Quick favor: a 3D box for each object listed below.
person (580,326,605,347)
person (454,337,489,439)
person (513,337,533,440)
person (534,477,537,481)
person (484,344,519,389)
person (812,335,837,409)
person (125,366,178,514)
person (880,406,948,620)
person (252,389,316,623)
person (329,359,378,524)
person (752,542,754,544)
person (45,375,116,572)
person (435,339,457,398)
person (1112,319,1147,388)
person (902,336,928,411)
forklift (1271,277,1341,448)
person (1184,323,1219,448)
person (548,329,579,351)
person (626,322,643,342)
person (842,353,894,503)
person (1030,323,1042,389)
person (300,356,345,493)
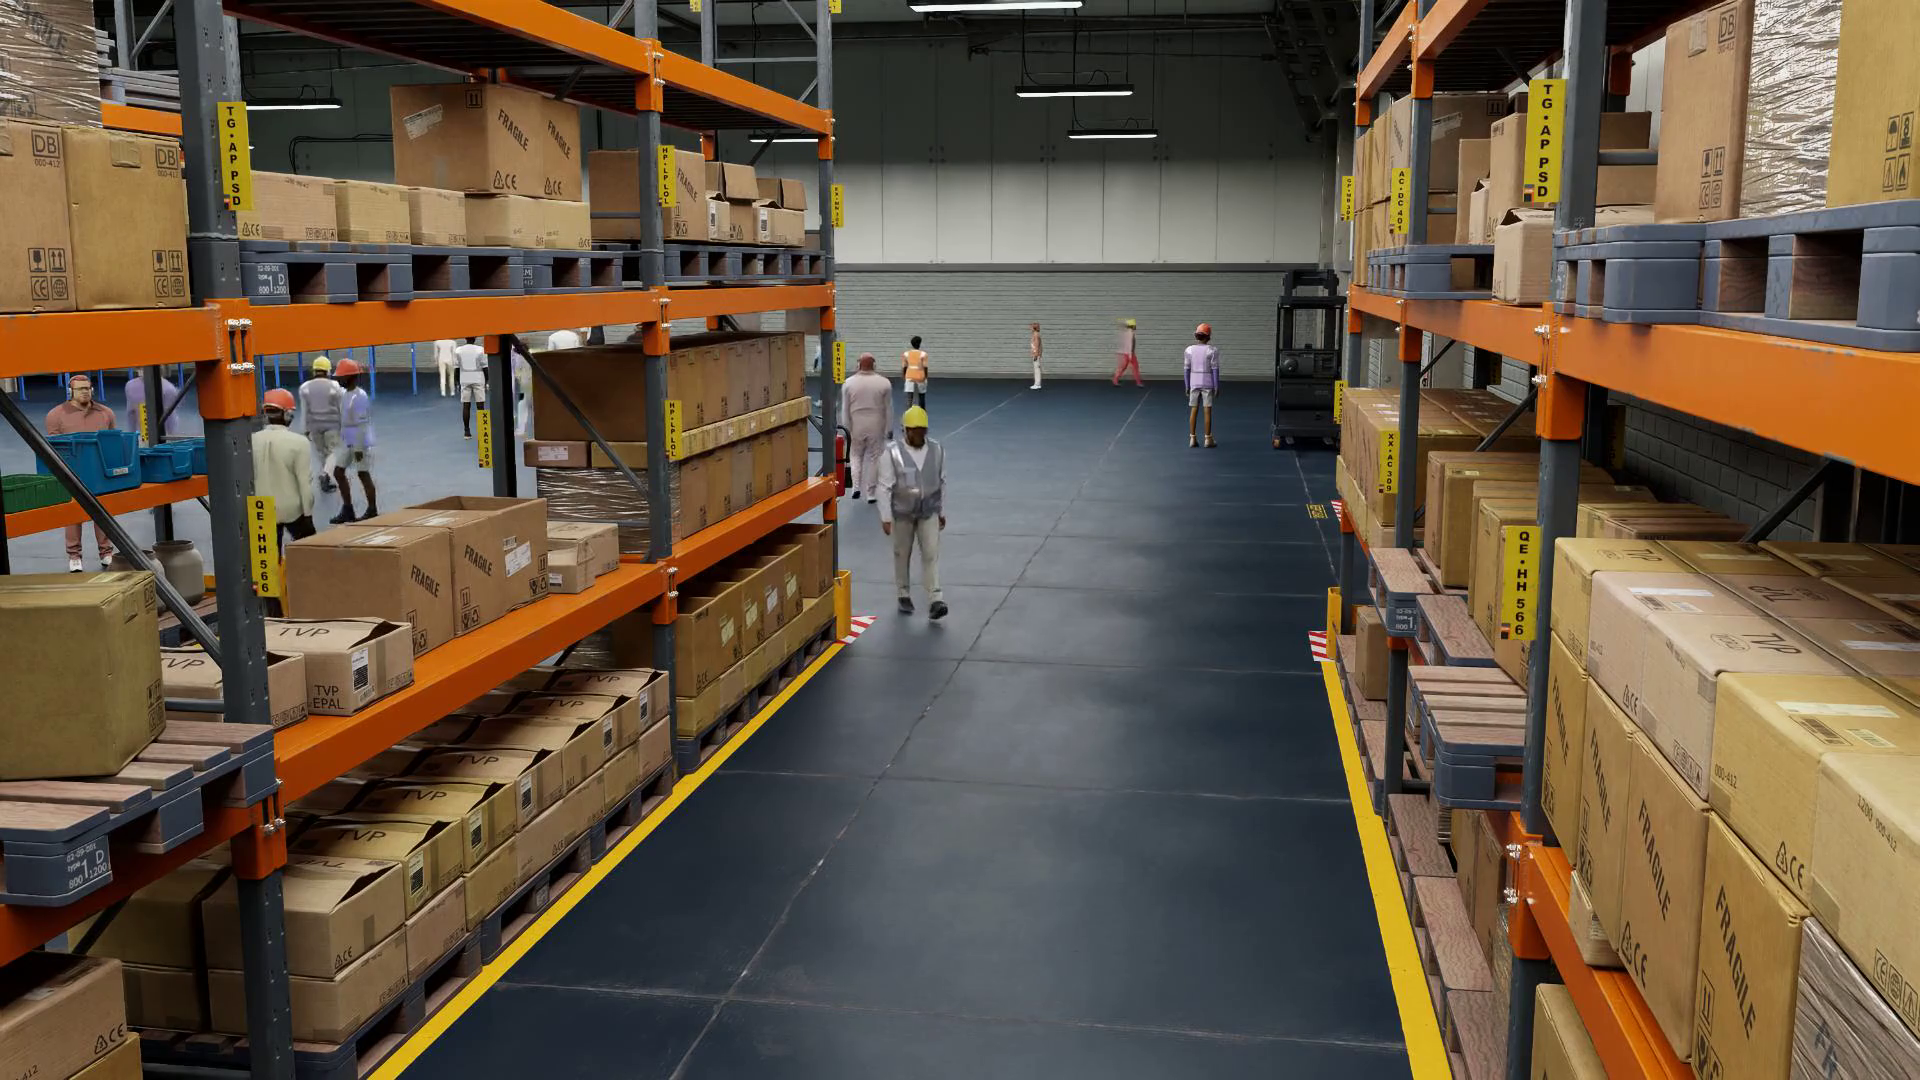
[{"bbox_3d":[-9.439,-5.035,43.001,0.535,2.000,0.684,6,11,32],"label":"person"},{"bbox_3d":[-8.479,-2.740,28.944,0.606,1.966,0.367,0,9,0],"label":"person"},{"bbox_3d":[-7.467,-2.605,28.693,0.885,1.777,0.637,-3,10,-19],"label":"person"},{"bbox_3d":[-5.493,-1.564,22.810,0.797,1.606,0.521,4,10,22],"label":"person"},{"bbox_3d":[-8.759,-3.144,31.720,0.685,1.871,0.883,-1,9,-7],"label":"person"},{"bbox_3d":[-2.885,-3.571,35.011,0.553,1.648,0.861,8,12,40],"label":"person"},{"bbox_3d":[-9.689,-1.261,19.945,0.658,1.922,0.434,0,9,3],"label":"person"},{"bbox_3d":[-0.369,-0.230,14.019,0.624,1.779,0.929,-3,10,-17],"label":"person"},{"bbox_3d":[-5.477,-0.249,13.555,0.637,1.964,0.748,1,9,8],"label":"person"},{"bbox_3d":[-6.999,-1.107,19.023,0.690,1.912,0.586,-8,12,-41],"label":"person"},{"bbox_3d":[-1.979,-0.524,16.292,0.309,1.638,0.513,0,9,0],"label":"person"},{"bbox_3d":[-8.550,-0.659,16.284,0.407,1.913,0.641,9,13,44],"label":"person"},{"bbox_3d":[-11.911,-4.115,38.565,0.499,1.594,0.846,-2,9,-12],"label":"person"},{"bbox_3d":[4.221,-4.663,41.546,0.884,1.724,0.532,-2,9,-9],"label":"person"},{"bbox_3d":[-0.869,-3.140,32.381,0.545,1.651,0.866,2,9,14],"label":"person"},{"bbox_3d":[5.847,-3.016,27.970,1.129,2.768,1.873,1,9,9],"label":"forklift"},{"bbox_3d":[4.029,-2.570,27.656,0.605,2.045,0.377,5,11,29],"label":"person"},{"bbox_3d":[-8.478,-3.759,35.468,0.656,1.883,1.004,-5,11,-30],"label":"person"},{"bbox_3d":[-6.752,-3.661,34.692,0.819,1.941,0.657,9,13,43],"label":"person"},{"bbox_3d":[-1.161,-1.424,21.089,0.650,1.891,0.487,0,9,2],"label":"person"},{"bbox_3d":[1.879,-4.556,41.154,0.310,1.638,0.523,0,9,1],"label":"person"},{"bbox_3d":[-8.329,-1.501,21.795,0.595,1.810,0.694,0,9,-1],"label":"person"}]
